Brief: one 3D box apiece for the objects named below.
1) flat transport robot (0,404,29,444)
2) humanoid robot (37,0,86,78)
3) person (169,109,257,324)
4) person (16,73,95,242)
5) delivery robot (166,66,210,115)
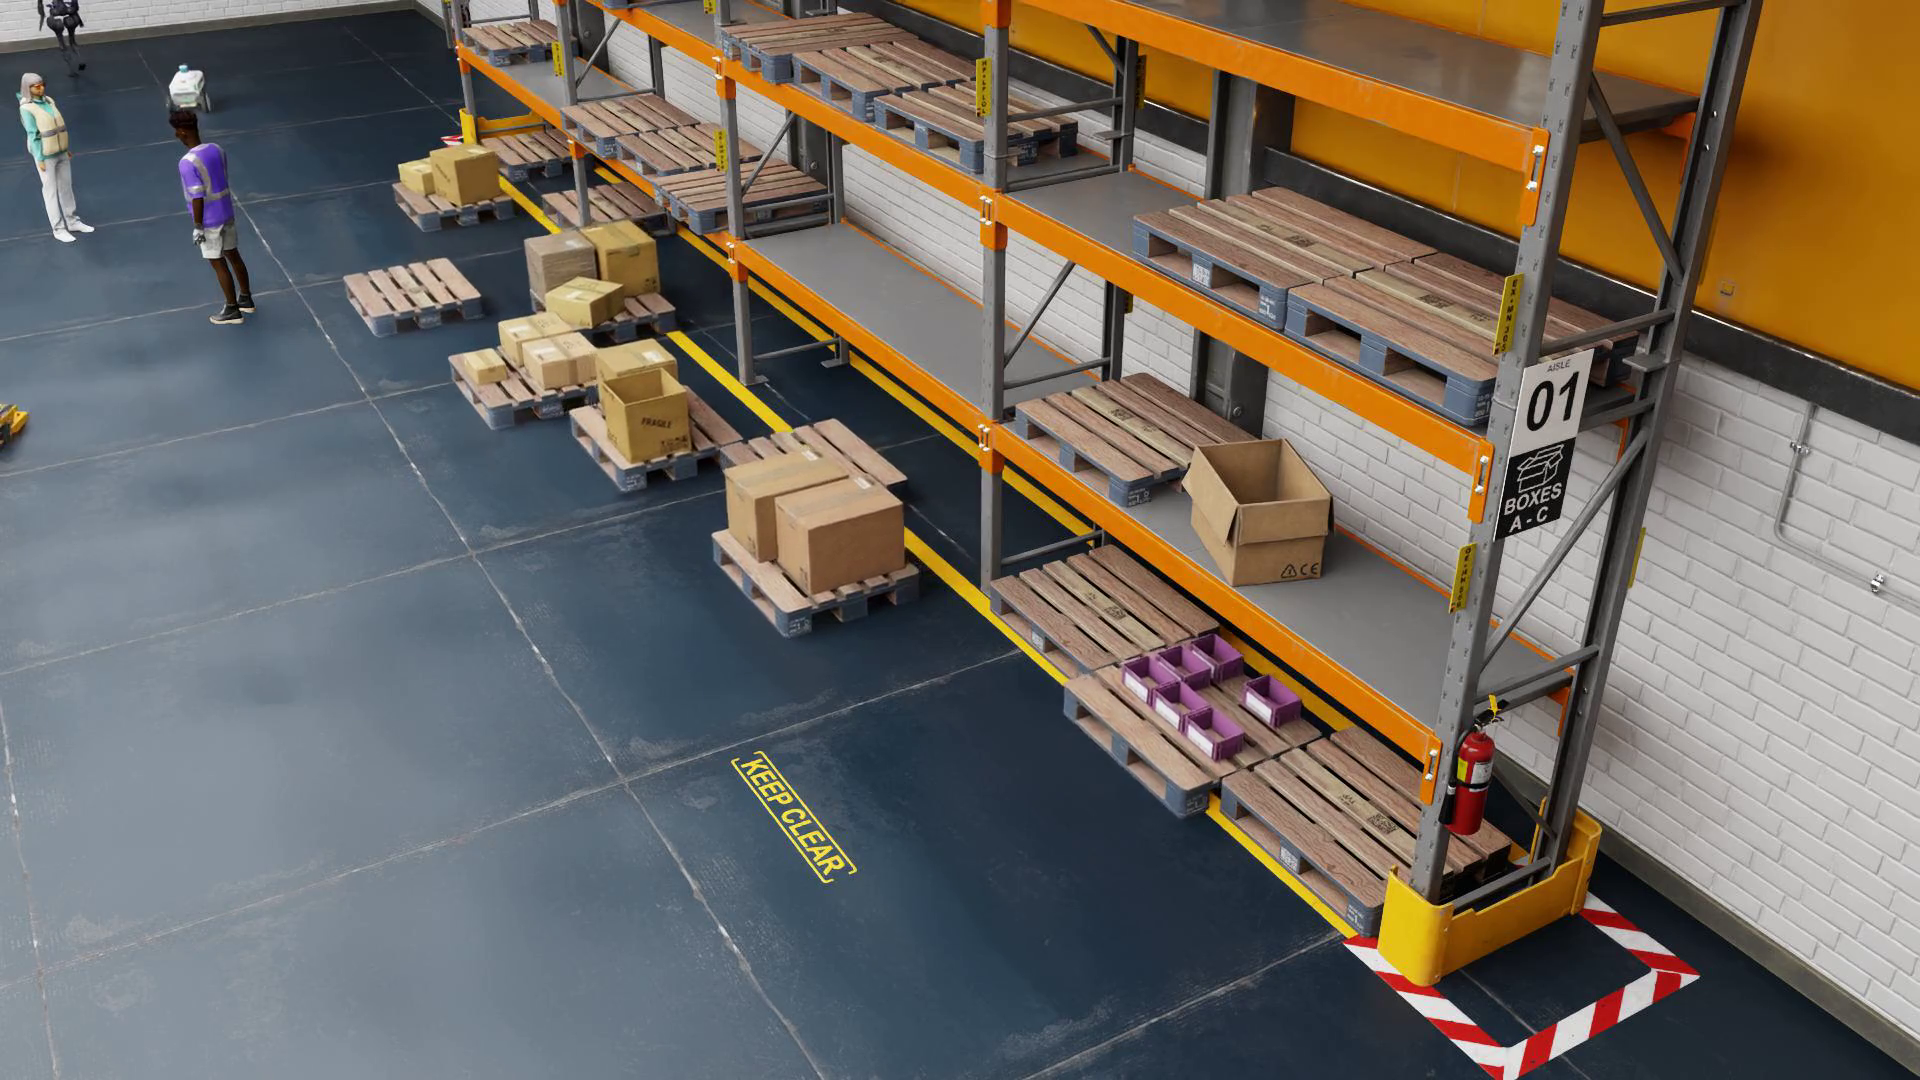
[{"bbox_3d":[-7.847,-0.702,12.871,0.659,0.231,1.431,-2,30,-4],"label":"flat transport robot"},{"bbox_3d":[-12.470,-7.262,23.026,0.335,1.650,0.602,19,35,30],"label":"humanoid robot"},{"bbox_3d":[-6.805,-2.932,15.094,0.387,1.956,0.612,3,30,6],"label":"person"},{"bbox_3d":[-9.375,-3.951,17.143,0.362,1.708,0.475,5,30,9],"label":"person"},{"bbox_3d":[-10.087,-5.893,21.734,0.499,0.583,0.767,-8,30,-13],"label":"delivery robot"}]
